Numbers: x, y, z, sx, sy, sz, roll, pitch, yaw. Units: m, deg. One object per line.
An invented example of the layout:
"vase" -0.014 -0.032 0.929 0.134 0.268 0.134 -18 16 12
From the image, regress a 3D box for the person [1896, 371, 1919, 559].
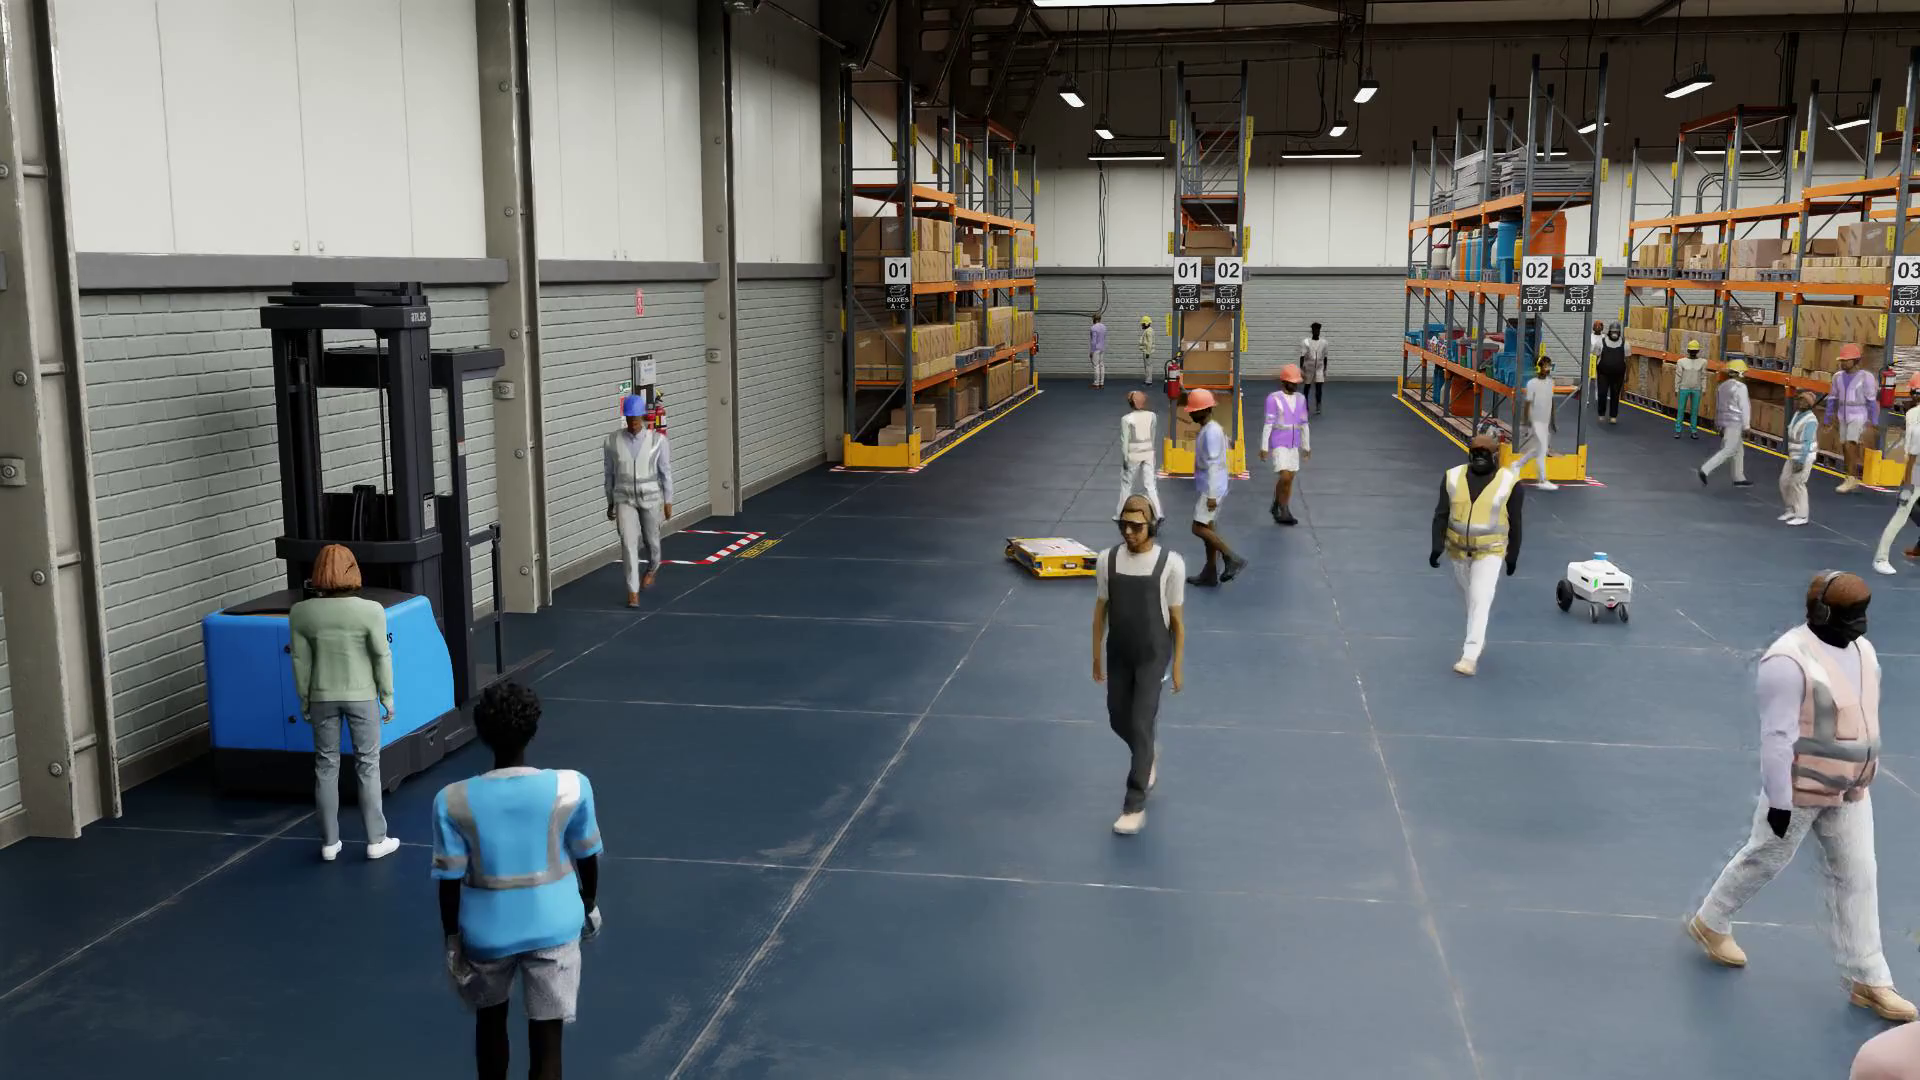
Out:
"person" 10.030 -0.758 17.261 0.609 1.978 0.580 -3 10 -20

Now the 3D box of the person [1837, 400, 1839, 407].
"person" 16.994 -2.940 31.767 0.517 1.622 0.415 3 10 16

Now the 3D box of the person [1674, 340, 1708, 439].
"person" 13.121 -2.699 29.865 0.533 1.765 0.326 3 10 15

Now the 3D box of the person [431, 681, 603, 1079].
"person" -1.472 1.282 5.605 0.542 1.670 0.758 -2 9 -12

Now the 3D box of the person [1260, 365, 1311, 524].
"person" 3.867 -1.120 19.685 0.665 1.905 0.500 -5 10 -27

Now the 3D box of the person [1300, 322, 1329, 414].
"person" 7.516 -3.677 35.387 0.613 1.933 0.966 0 9 1

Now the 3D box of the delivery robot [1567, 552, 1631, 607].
"delivery robot" 5.609 0.353 14.602 0.477 0.478 0.707 0 9 1

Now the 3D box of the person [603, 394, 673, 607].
"person" -2.938 -0.399 15.260 0.623 1.917 0.884 -1 9 -6

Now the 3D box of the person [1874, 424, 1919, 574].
"person" 9.496 -0.529 16.312 0.624 1.806 0.915 -5 10 -26

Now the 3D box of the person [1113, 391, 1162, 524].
"person" 2.131 -0.971 19.697 0.514 1.603 0.808 -4 10 -24

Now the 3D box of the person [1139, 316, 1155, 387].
"person" 4.853 -4.903 43.251 0.403 1.827 0.600 0 9 2

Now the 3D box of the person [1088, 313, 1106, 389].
"person" 3.498 -4.830 42.467 0.357 1.938 0.638 6 11 33

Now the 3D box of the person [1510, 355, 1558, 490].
"person" 8.033 -1.651 23.147 0.520 1.852 0.783 -7 11 -35

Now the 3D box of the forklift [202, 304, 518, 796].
"forklift" -3.673 -0.038 10.147 1.129 2.768 1.873 1 9 9

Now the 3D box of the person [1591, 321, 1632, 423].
"person" 12.841 -3.286 32.761 0.720 2.000 0.699 2 10 15

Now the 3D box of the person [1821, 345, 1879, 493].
"person" 11.999 -1.623 22.462 0.729 2.009 0.676 -4 10 -24

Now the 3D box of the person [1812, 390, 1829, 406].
"person" 19.298 -3.944 37.152 0.637 1.896 1.017 3 10 18

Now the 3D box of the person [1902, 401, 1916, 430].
"person" 18.127 -3.105 31.675 0.621 1.997 1.058 3 10 18

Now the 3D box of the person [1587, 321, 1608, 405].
"person" 14.331 -3.997 37.509 0.576 1.882 0.355 1 9 5

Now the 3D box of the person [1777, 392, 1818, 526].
"person" 9.928 -0.959 19.626 0.346 1.595 0.578 0 9 3

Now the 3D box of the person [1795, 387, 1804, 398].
"person" 19.360 -4.103 38.210 0.657 1.868 0.582 -7 12 -39

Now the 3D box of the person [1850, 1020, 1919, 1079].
"person" 2.110 1.564 3.628 0.529 1.744 0.698 0 9 -1

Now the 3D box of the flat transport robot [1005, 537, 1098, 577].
"flat transport robot" 0.940 0.158 16.967 0.652 0.197 1.431 -2 9 -12

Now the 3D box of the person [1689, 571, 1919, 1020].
"person" 3.535 1.000 6.957 0.644 1.801 0.958 -5 10 -26

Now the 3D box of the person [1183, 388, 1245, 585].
"person" 2.374 -0.490 15.799 0.562 1.908 0.634 1 9 3

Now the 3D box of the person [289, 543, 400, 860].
"person" -3.144 0.827 8.507 0.500 1.636 0.285 0 9 -2

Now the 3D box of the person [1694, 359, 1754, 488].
"person" 10.640 -1.609 23.059 0.838 1.800 0.595 0 9 1

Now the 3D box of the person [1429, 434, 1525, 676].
"person" 3.942 0.079 12.676 0.619 1.797 1.009 7 11 36

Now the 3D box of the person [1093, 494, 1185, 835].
"person" 0.996 0.633 9.160 0.515 1.824 0.805 4 10 26
